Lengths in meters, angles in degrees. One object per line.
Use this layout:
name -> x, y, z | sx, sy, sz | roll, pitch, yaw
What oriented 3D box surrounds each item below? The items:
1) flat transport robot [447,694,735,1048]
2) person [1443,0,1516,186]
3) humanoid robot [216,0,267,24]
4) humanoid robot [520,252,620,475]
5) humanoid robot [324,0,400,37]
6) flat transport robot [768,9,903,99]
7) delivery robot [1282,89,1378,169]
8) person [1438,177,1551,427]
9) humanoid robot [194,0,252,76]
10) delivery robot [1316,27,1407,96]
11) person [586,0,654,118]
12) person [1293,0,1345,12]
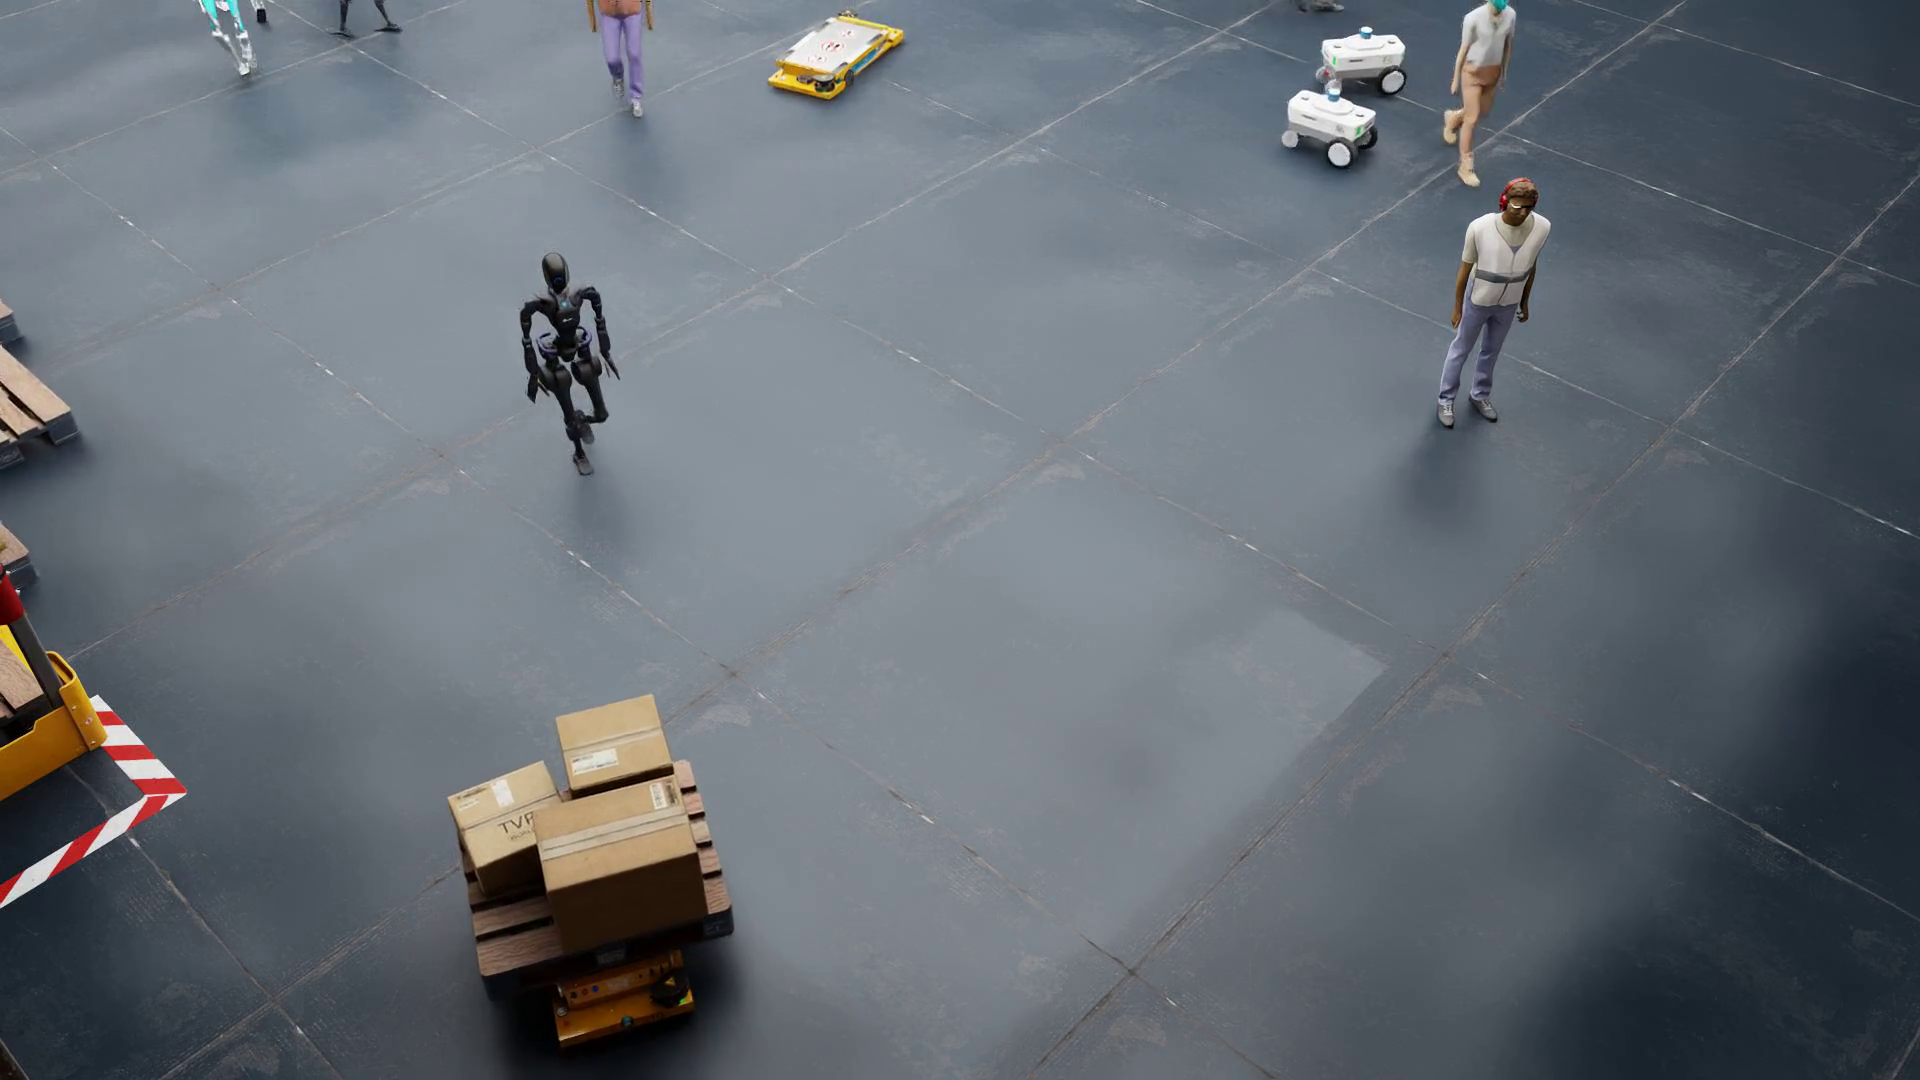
flat transport robot -> -1.831, 1.852, 8.467 | 0.659, 0.231, 1.431 | -13, 44, -14
person -> 4.285, -3.876, 13.749 | 0.477, 1.722, 0.777 | -11, 43, -12
humanoid robot -> -7.099, -5.810, 15.902 | 0.548, 1.787, 0.945 | -34, 52, -32
humanoid robot -> -2.551, -1.178, 10.781 | 0.609, 1.638, 0.394 | -21, 46, -22
humanoid robot -> -5.807, -5.558, 15.668 | 0.720, 1.629, 0.611 | -2, 42, -3
flat transport robot -> -1.153, -4.563, 15.598 | 0.659, 0.231, 1.431 | 19, 45, 20
delivery robot -> 3.197, -3.565, 14.289 | 0.808, 0.614, 0.499 | 26, 48, 26
person -> 3.554, -1.603, 11.128 | 0.565, 1.846, 0.390 | -8, 43, -9
humanoid robot -> -6.703, -4.966, 14.942 | 0.549, 1.738, 0.893 | -18, 45, -19
delivery robot -> 3.674, -4.387, 15.175 | 0.769, 0.577, 0.499 | -7, 42, -7
person -> -2.945, -4.578, 14.452 | 0.566, 1.822, 0.449 | -9, 43, -10
person -> 3.542, -5.927, 15.951 | 0.507, 1.829, 0.560 | 0, 42, 0
